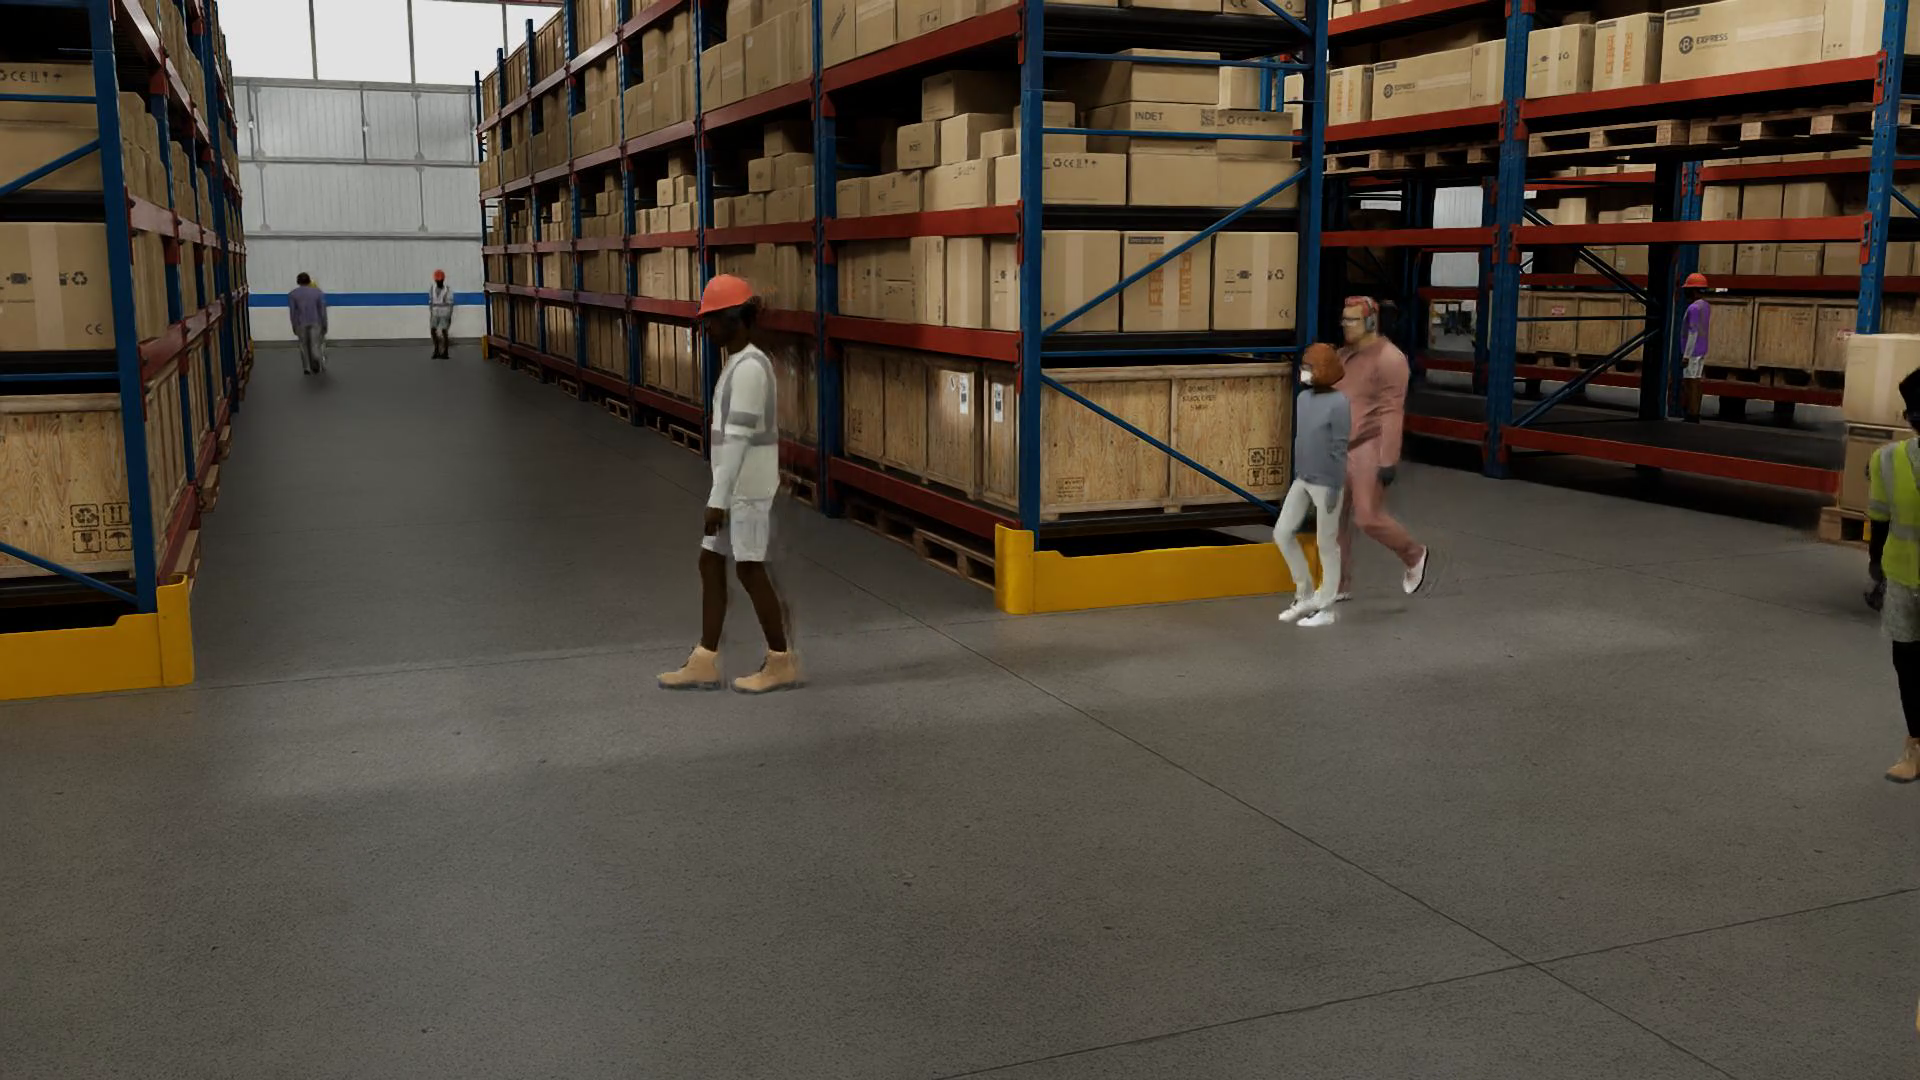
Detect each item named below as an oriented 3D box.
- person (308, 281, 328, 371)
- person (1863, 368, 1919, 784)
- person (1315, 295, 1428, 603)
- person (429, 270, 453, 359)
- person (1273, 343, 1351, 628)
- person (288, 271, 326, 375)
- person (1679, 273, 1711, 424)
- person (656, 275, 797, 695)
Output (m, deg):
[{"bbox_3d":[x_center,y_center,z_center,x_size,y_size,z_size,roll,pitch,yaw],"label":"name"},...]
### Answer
[{"bbox_3d":[-12.312,-4.076,31.713,0.490,1.719,0.724,-5,11,-29],"label":"person"},{"bbox_3d":[3.856,0.151,6.565,0.454,1.670,0.539,-7,12,-36],"label":"person"},{"bbox_3d":[2.477,-0.533,10.055,0.704,1.888,0.645,-5,11,-26],"label":"person"},{"bbox_3d":[-11.125,-4.803,35.526,0.566,1.910,0.657,2,10,10],"label":"person"},{"bbox_3d":[1.978,-0.299,9.393,0.426,1.618,0.520,-4,10,-21],"label":"person"},{"bbox_3d":[-11.990,-3.978,30.580,0.637,1.917,0.712,-4,10,-23],"label":"person"},{"bbox_3d":[9.114,-2.343,20.716,0.354,1.939,0.544,7,12,36],"label":"person"},{"bbox_3d":[-1.105,-0.247,7.927,0.686,2.003,0.663,-3,10,-15],"label":"person"}]
